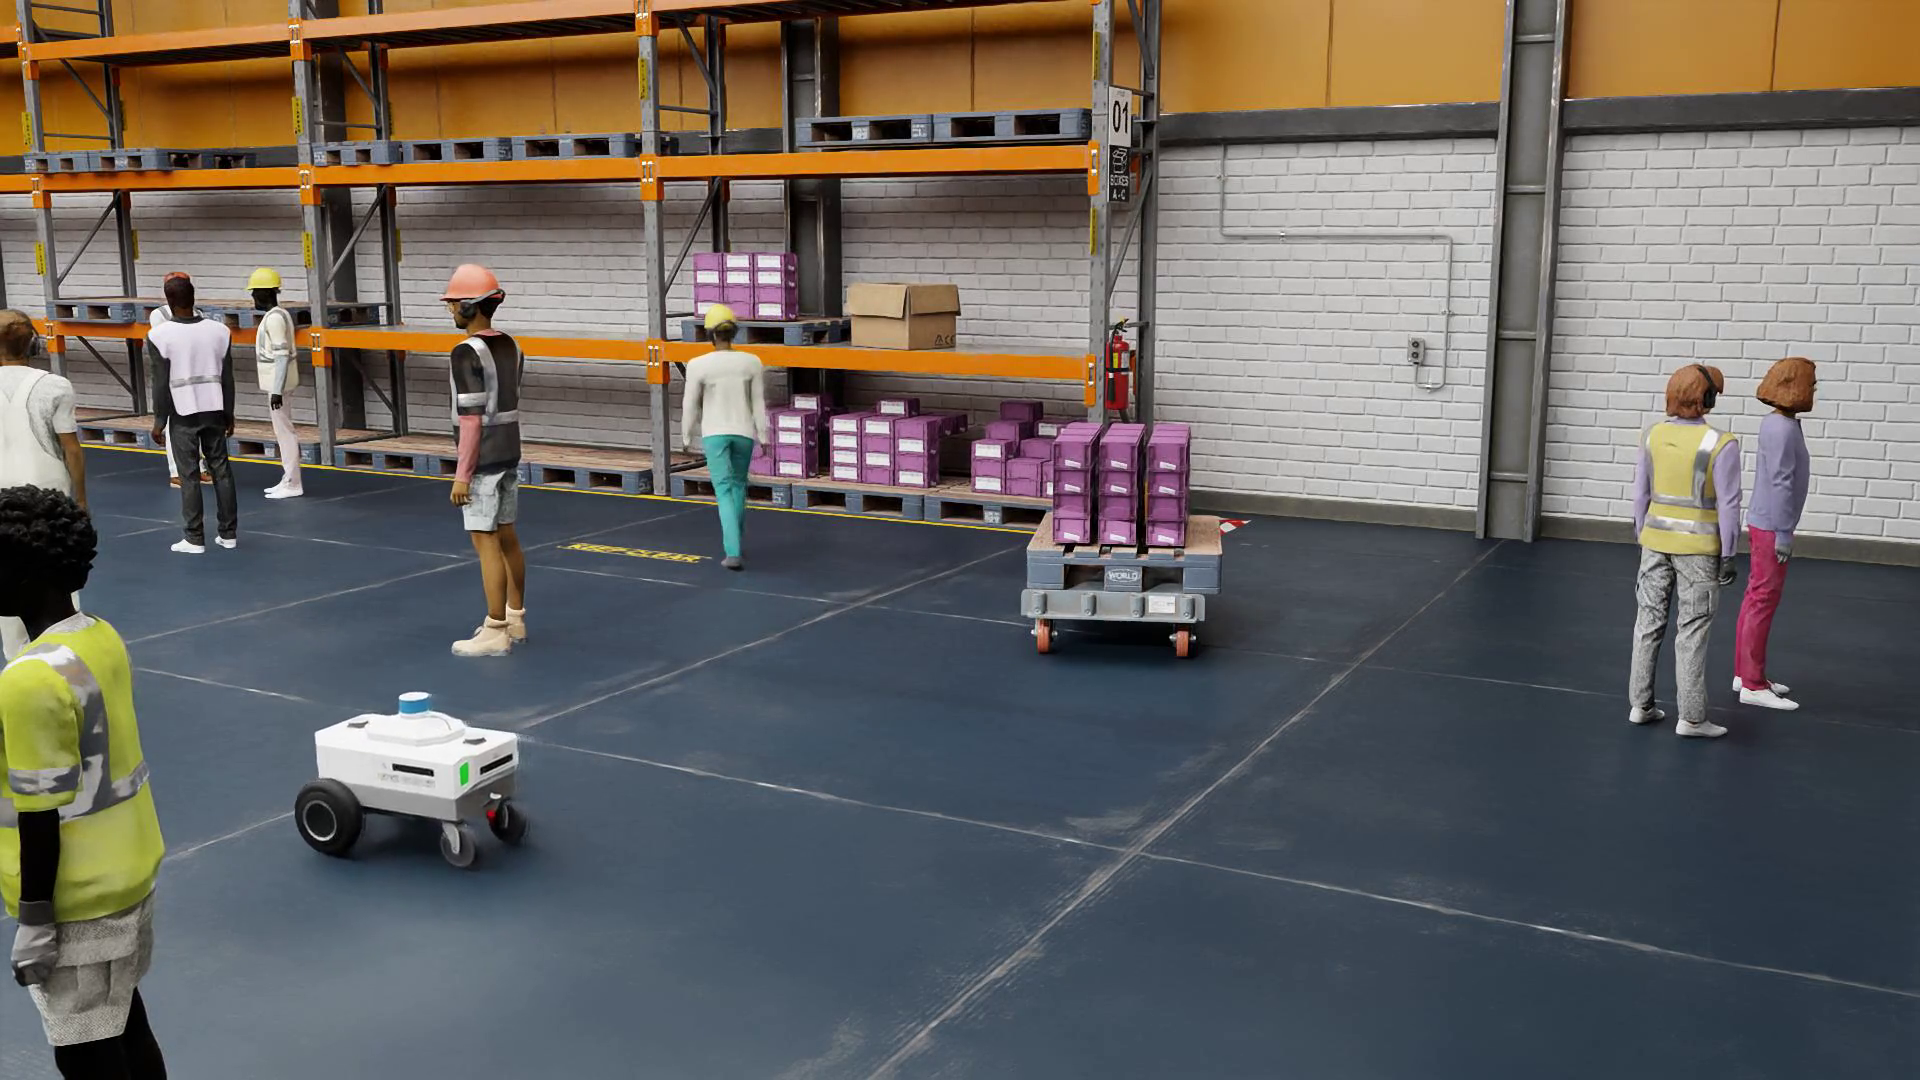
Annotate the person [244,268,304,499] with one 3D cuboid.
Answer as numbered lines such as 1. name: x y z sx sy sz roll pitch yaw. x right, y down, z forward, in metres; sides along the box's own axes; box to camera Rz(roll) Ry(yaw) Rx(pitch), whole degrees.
1. person: -5.744 -1.307 13.946 0.375 1.925 0.595 -4 11 -21

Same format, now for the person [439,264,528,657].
1. person: -2.501 -0.410 8.715 0.374 2.043 0.611 1 10 8

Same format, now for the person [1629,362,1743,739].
1. person: 3.172 0.049 7.296 0.308 1.645 0.514 -6 12 -30

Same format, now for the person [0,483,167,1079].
1. person: -1.846 0.723 3.479 0.319 1.690 0.530 -3 11 -15

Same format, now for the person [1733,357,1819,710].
1. person: 3.834 -0.039 7.801 0.279 1.634 0.499 4 11 20

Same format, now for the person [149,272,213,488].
1. person: -6.790 -1.398 14.573 0.355 1.882 0.576 3 11 14

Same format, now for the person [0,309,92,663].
1. person: -4.484 -0.188 8.040 0.511 1.846 0.341 -2 11 -12

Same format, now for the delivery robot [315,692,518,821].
1. delivery robot: -1.943 0.790 5.961 0.707 0.478 0.477 4 11 22

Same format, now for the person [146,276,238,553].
1. person: -5.311 -0.863 11.553 0.390 1.914 0.587 8 13 37

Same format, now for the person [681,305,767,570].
1. person: -1.597 -0.698 11.151 0.544 1.725 0.854 -5 12 -26
